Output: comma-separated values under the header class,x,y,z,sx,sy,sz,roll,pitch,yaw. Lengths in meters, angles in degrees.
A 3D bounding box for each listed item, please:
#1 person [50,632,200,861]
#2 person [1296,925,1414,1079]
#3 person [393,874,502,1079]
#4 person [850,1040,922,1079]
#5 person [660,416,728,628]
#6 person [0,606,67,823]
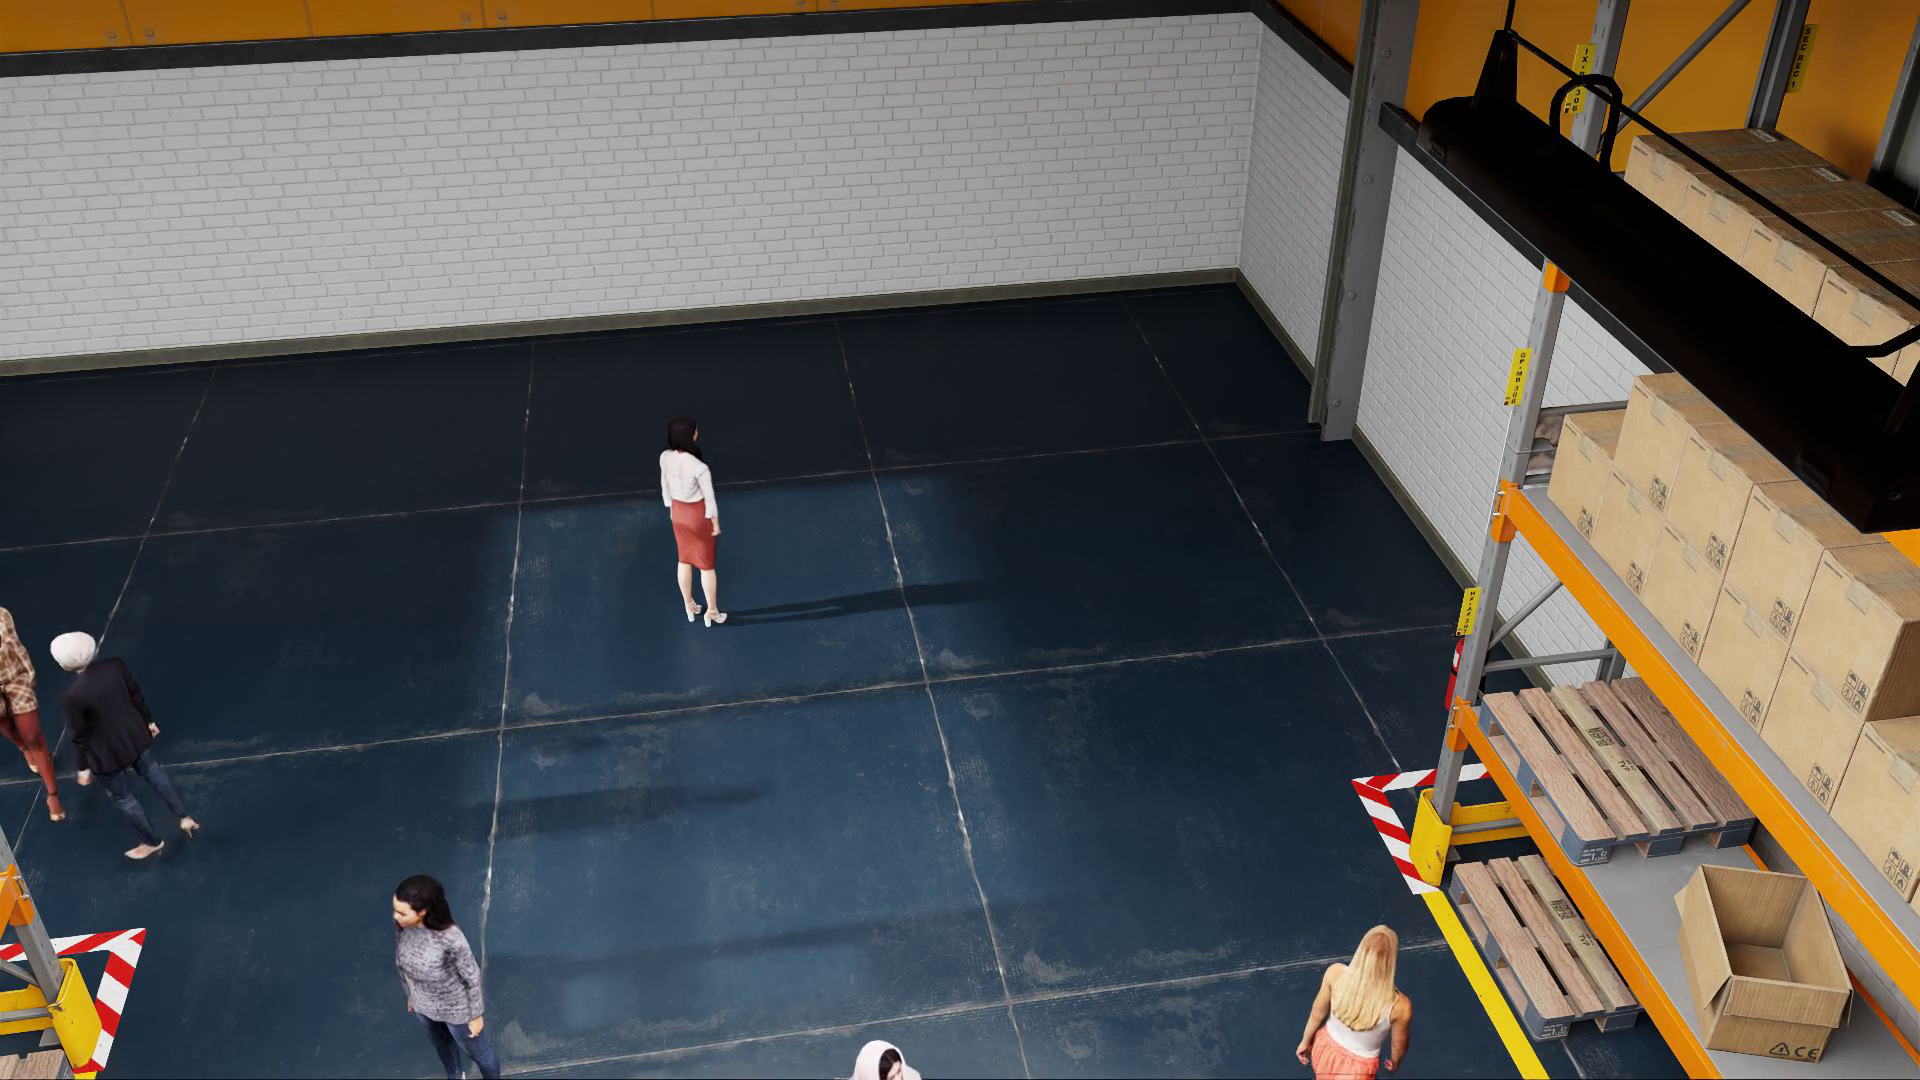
class,x,y,z,sx,sy,sz,roll,pitch,yaw
person,-5.063,1.239,9.956,0.889,1.769,0.874,19,38,26
person,1.815,2.628,8.020,1.183,1.751,1.137,26,42,34
person,-2.617,2.336,8.476,0.694,1.732,0.711,14,36,19
person,-0.439,2.897,7.755,1.188,1.595,1.091,23,40,30
person,-1.949,-0.131,12.170,0.667,1.751,0.704,17,37,24
person,-6.114,0.943,10.577,0.903,1.726,1.195,-22,40,-30
